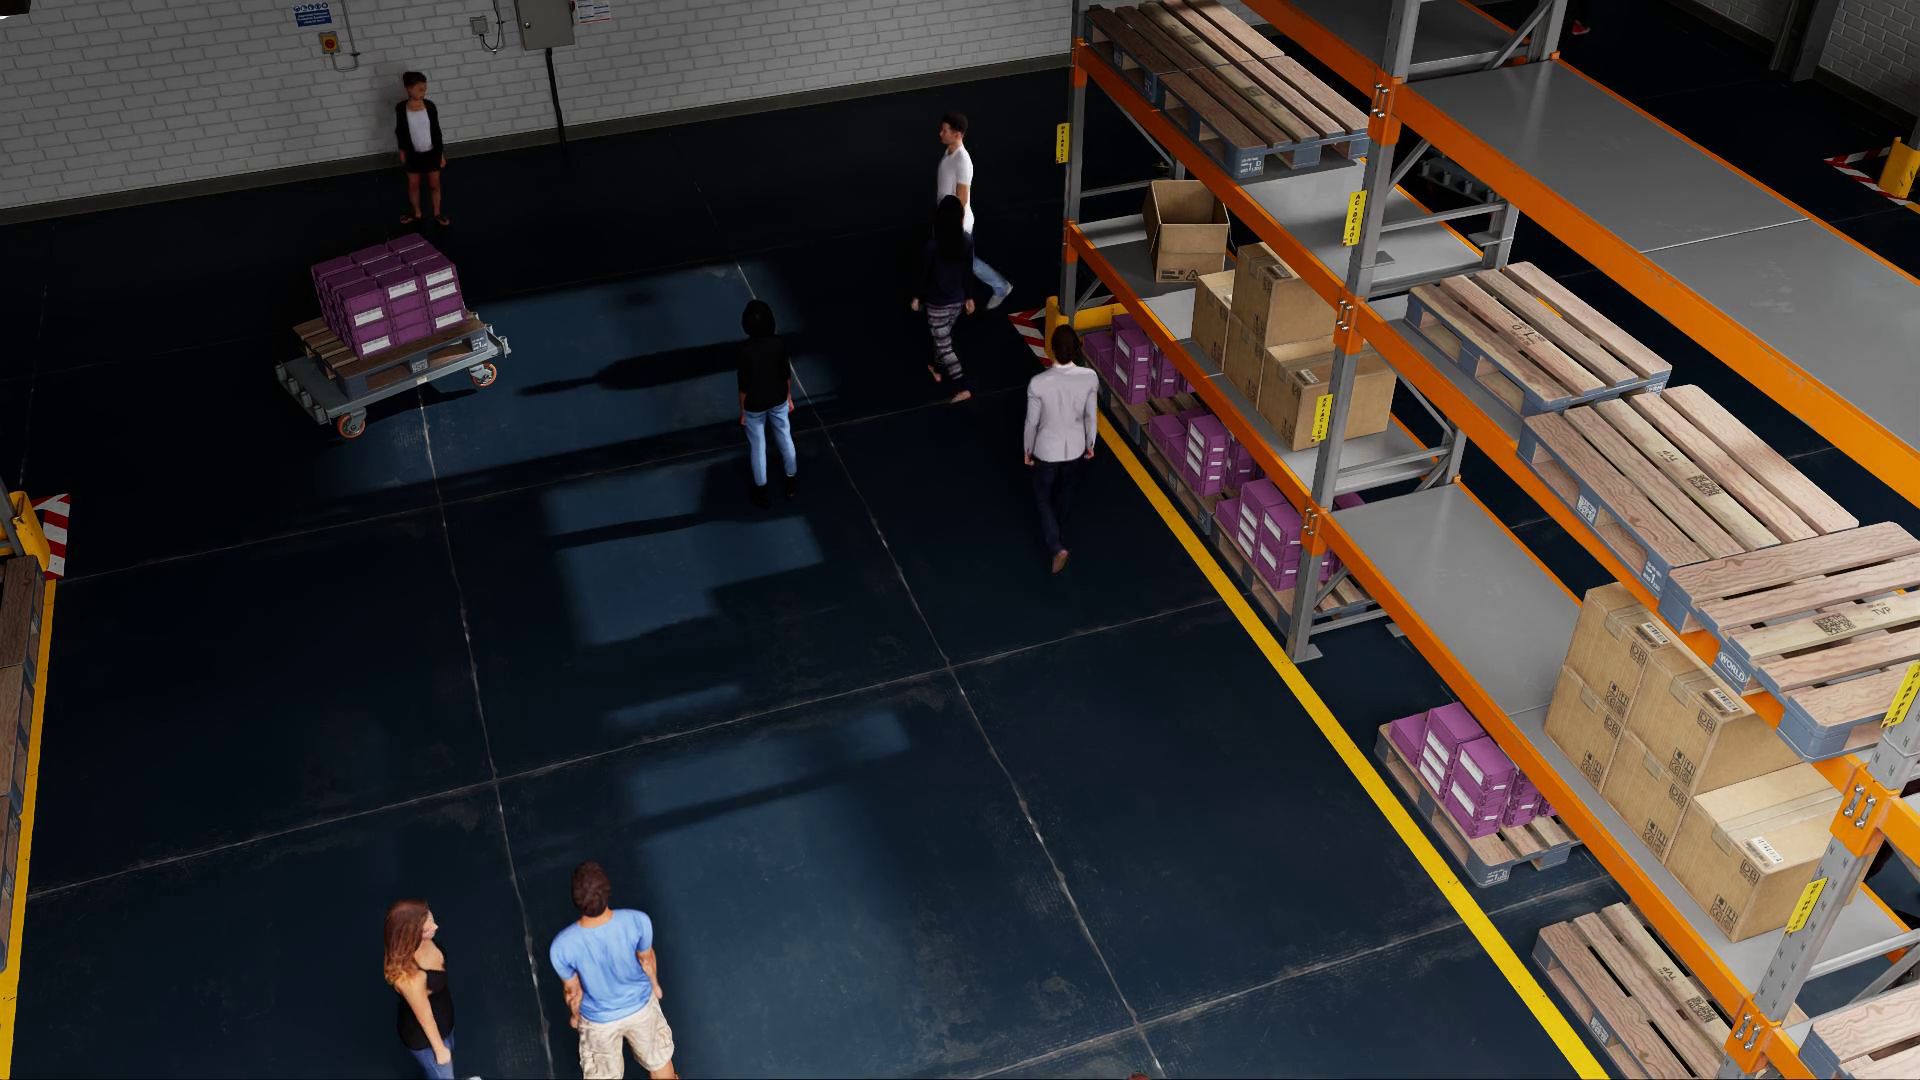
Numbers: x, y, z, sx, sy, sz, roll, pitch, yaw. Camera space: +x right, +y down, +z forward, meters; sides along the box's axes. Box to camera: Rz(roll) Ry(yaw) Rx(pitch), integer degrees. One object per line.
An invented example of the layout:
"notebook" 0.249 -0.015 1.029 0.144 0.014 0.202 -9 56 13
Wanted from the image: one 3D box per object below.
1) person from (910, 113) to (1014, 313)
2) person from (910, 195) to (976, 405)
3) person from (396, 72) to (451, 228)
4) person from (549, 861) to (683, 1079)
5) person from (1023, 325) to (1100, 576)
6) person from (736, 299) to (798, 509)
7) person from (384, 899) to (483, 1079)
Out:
"person" 0.047 -2.751 14.164 0.785 1.845 1.072 -11 40 -13
"person" -0.091 -1.882 13.186 0.761 1.707 0.996 -25 45 -28
"person" -5.062 -3.644 15.536 0.727 1.528 0.614 -1 39 -2
"person" -1.635 2.215 7.932 0.663 1.863 0.576 -16 41 -19
"person" 0.704 -0.602 11.487 0.749 1.828 1.071 -8 39 -10
"person" -1.415 -0.988 12.072 0.587 1.701 0.556 -17 42 -20
"person" -2.549 2.296 7.949 0.696 1.714 0.536 -7 39 -9
